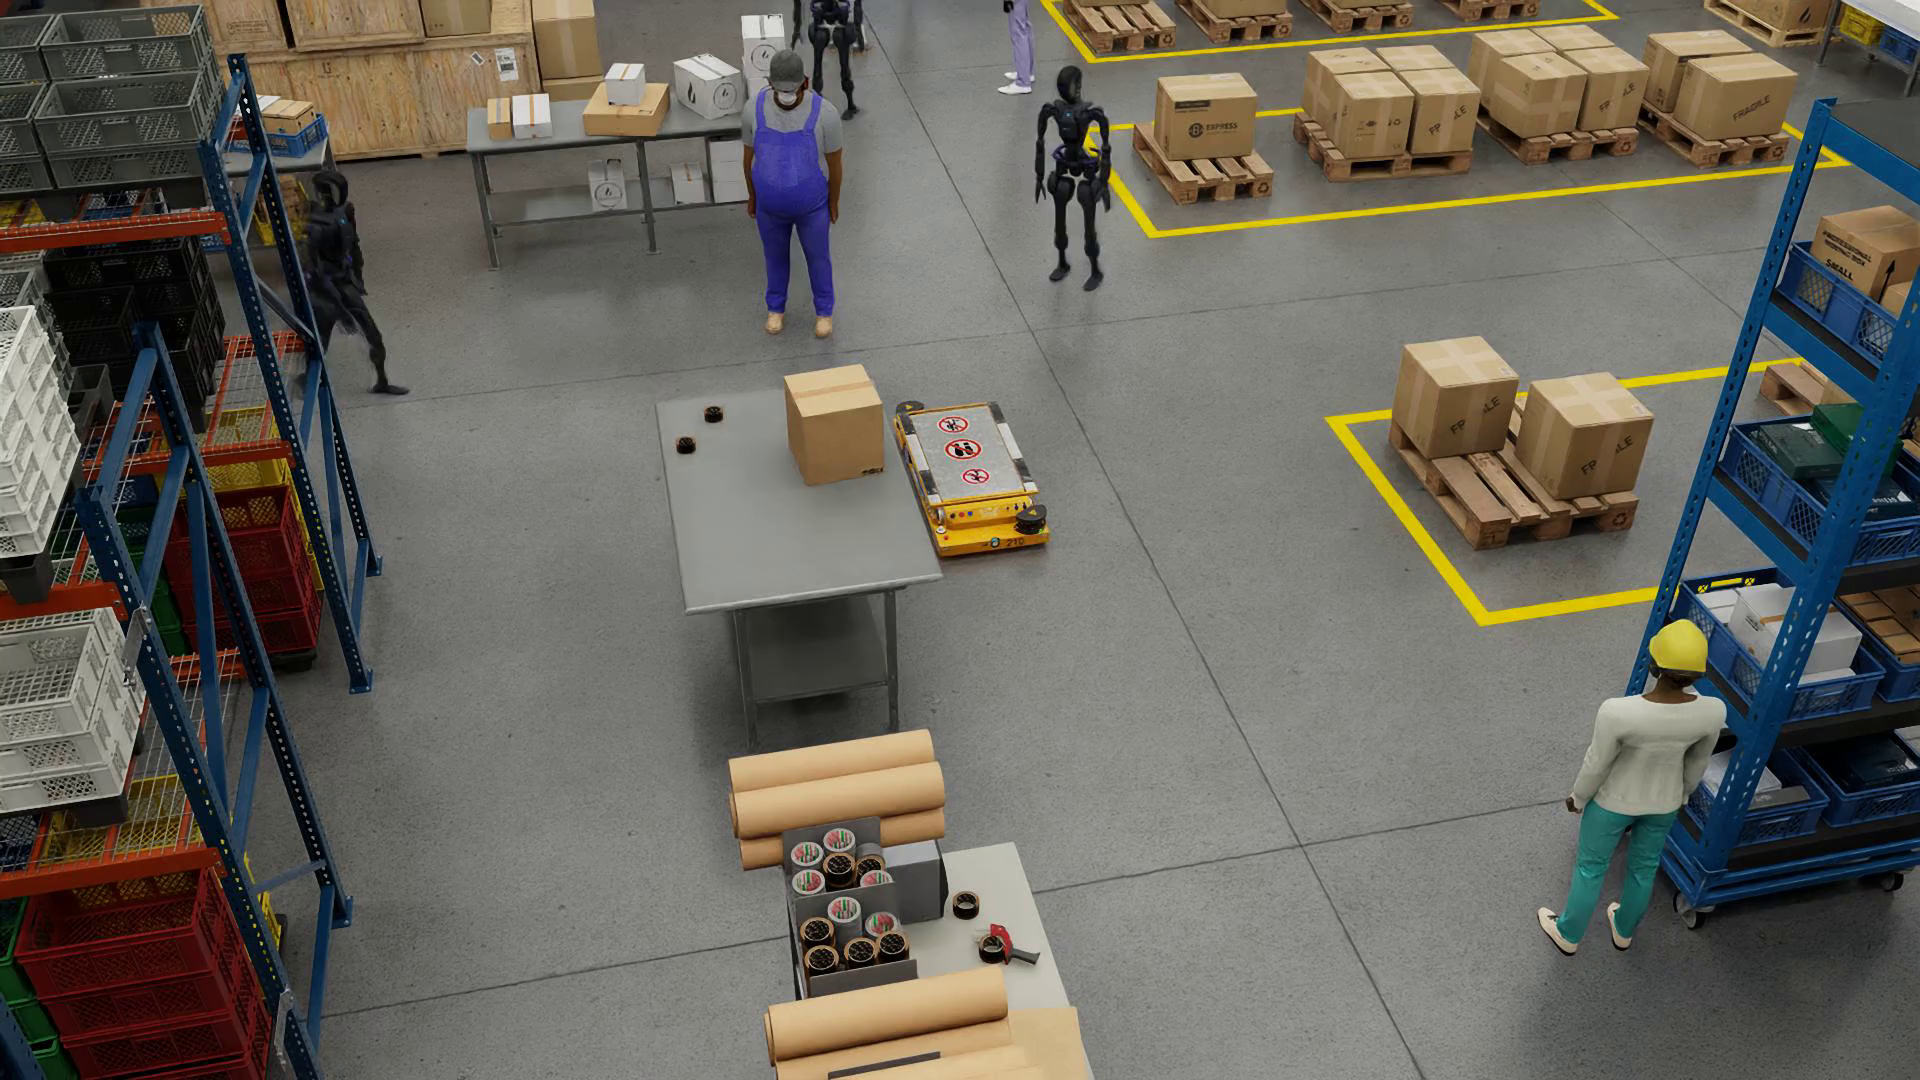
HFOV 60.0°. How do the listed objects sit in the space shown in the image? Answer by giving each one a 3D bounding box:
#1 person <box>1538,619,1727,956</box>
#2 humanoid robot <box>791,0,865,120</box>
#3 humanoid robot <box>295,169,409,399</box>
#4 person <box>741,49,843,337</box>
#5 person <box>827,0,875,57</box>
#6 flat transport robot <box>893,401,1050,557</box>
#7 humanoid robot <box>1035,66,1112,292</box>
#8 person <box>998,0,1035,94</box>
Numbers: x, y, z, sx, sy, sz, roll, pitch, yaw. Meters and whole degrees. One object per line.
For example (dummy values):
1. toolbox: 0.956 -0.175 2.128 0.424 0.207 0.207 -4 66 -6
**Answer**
1. person: 2.784 1.048 6.890 0.527 1.768 0.311 -2 37 -3
2. humanoid robot: -1.150 -4.430 14.320 0.664 1.641 0.342 1 37 1
3. humanoid robot: -4.027 -1.630 10.609 0.773 1.614 0.598 13 39 17
4. person: -1.129 -2.319 11.187 0.677 2.000 0.535 4 37 6
5. person: -1.092 -5.496 15.589 0.573 1.881 0.357 16 40 20
6. flat transport robot: 0.046 -0.430 10.108 0.652 0.197 1.431 -8 37 -10
7. humanoid robot: 0.816 -2.576 11.836 0.590 1.640 0.383 15 39 19
8. person: 0.481 -4.969 14.860 0.417 1.913 0.598 7 37 9
